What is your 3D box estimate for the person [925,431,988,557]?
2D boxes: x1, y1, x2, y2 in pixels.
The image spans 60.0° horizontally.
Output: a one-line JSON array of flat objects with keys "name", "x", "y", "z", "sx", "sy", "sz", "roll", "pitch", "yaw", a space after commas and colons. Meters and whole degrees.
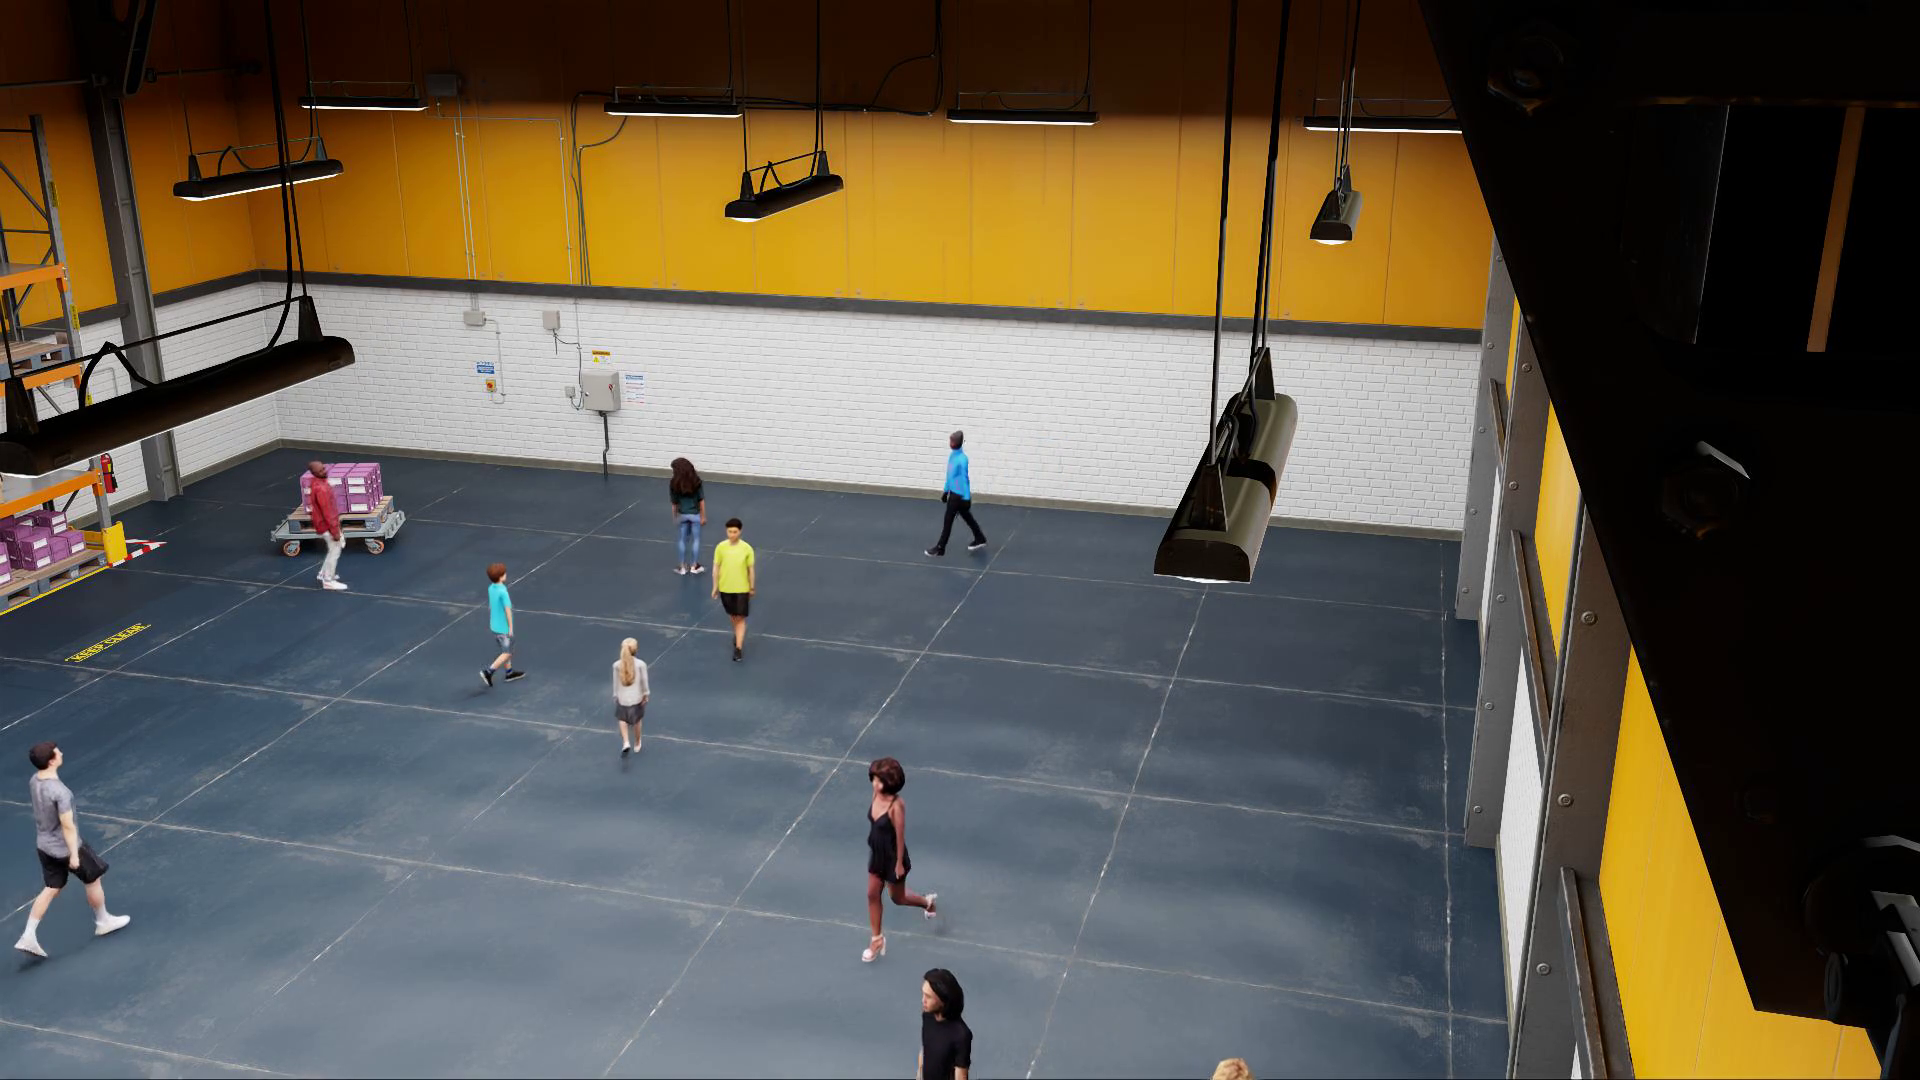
[{"name": "person", "x": 0.065, "y": -0.629, "z": 22.991, "sx": 1.148, "sy": 1.748, "sz": 1.183, "roll": -8, "pitch": 20, "yaw": -22}]

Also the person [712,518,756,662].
[{"name": "person", "x": -2.660, "y": 0.536, "z": 19.668, "sx": 0.729, "sy": 1.662, "sz": 1.147, "roll": 2, "pitch": 19, "yaw": 6}]

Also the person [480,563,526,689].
[{"name": "person", "x": -5.216, "y": 0.969, "z": 18.730, "sx": 0.767, "sy": 1.438, "sz": 0.913, "roll": 17, "pitch": 25, "yaw": 42}]

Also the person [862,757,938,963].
[{"name": "person", "x": -0.516, "y": 2.561, "z": 13.492, "sx": 1.073, "sy": 1.765, "sz": 0.894, "roll": -16, "pitch": 24, "yaw": -40}]

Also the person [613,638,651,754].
[{"name": "person", "x": -3.386, "y": 1.620, "z": 17.060, "sx": 0.638, "sy": 1.270, "sz": 0.700, "roll": -3, "pitch": 19, "yaw": -8}]

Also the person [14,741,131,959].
[{"name": "person", "x": -7.395, "y": 2.513, "z": 13.500, "sx": 0.890, "sy": 1.850, "sz": 1.221, "roll": 11, "pitch": 22, "yaw": 30}]

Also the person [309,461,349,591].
[{"name": "person", "x": -8.245, "y": -0.200, "z": 21.663, "sx": 0.954, "sy": 1.783, "sz": 0.846, "roll": -12, "pitch": 22, "yaw": -32}]

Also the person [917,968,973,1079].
[{"name": "person", "x": -0.037, "y": 3.513, "z": 10.580, "sx": 0.925, "sy": 1.819, "sz": 0.862, "roll": -13, "pitch": 23, "yaw": -34}]

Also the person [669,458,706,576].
[{"name": "person", "x": -3.634, "y": -0.331, "z": 22.325, "sx": 0.713, "sy": 1.608, "sz": 0.720, "roll": 2, "pitch": 19, "yaw": 7}]
